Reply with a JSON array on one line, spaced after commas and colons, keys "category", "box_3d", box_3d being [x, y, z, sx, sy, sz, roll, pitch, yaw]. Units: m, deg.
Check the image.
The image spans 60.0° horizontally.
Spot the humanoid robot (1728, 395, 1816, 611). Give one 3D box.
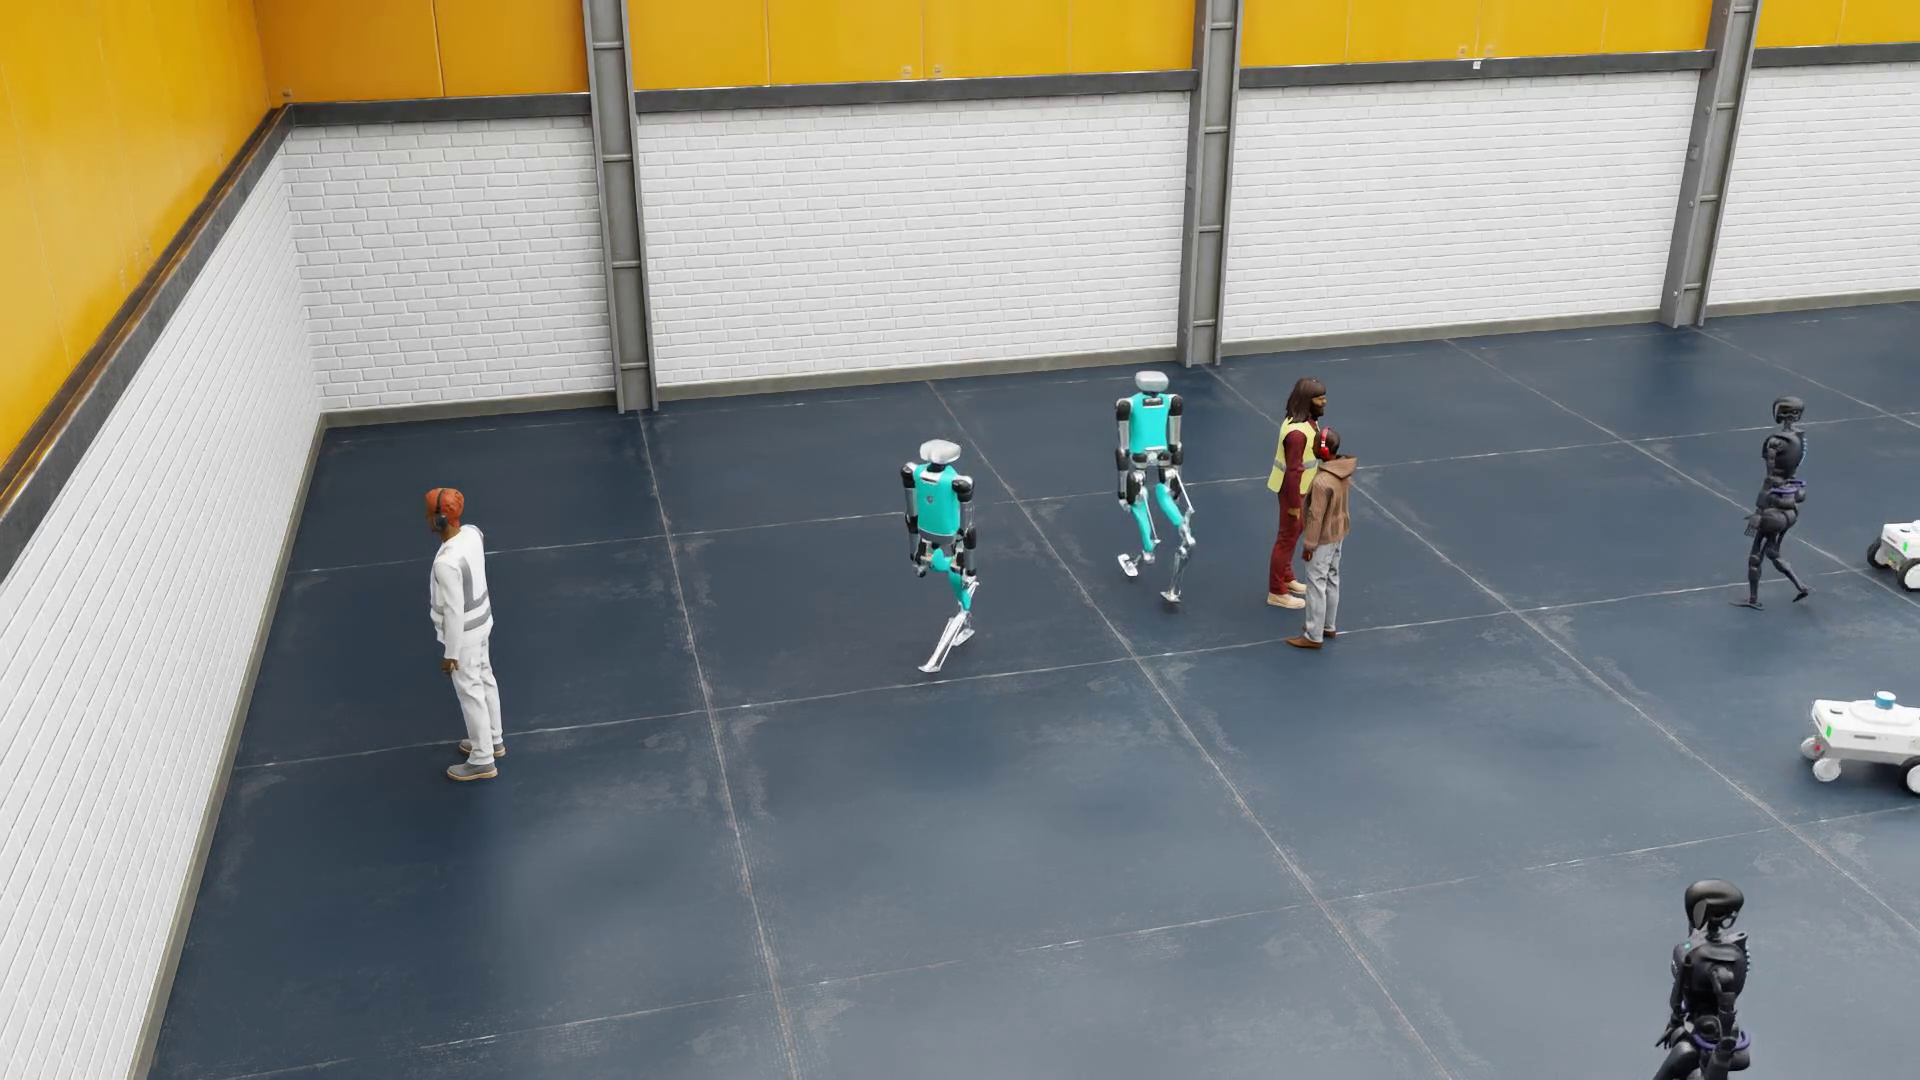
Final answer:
[{"category": "humanoid robot", "box_3d": [6.049, -0.230, 12.153, 0.522, 1.643, 0.609, 22, 32, 40]}]

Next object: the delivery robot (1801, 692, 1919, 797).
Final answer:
[{"category": "delivery robot", "box_3d": [5.658, 1.227, 10.238, 0.811, 0.611, 0.499, 4, 24, 10]}]

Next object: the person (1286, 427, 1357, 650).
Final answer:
[{"category": "person", "box_3d": [2.555, -0.005, 11.662, 0.321, 1.647, 0.468, 16, 28, 32]}]

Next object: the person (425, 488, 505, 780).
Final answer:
[{"category": "person", "box_3d": [-3.015, 0.562, 10.082, 0.350, 1.882, 0.582, 0, 24, 0]}]

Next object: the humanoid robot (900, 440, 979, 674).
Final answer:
[{"category": "humanoid robot", "box_3d": [-0.024, 0.079, 11.384, 0.538, 1.735, 1.025, 14, 27, 28]}]

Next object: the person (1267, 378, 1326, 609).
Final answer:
[{"category": "person", "box_3d": [2.469, -0.356, 12.315, 0.365, 1.764, 0.470, 9, 25, 20]}]

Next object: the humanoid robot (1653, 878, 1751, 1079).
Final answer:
[{"category": "humanoid robot", "box_3d": [3.003, 2.111, 6.856, 0.715, 1.626, 0.616, 3, 24, 7]}]

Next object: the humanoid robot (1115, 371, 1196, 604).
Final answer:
[{"category": "humanoid robot", "box_3d": [1.486, -0.315, 12.305, 0.545, 1.724, 1.056, -7, 25, -15]}]

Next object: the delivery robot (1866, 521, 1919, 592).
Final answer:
[{"category": "delivery robot", "box_3d": [7.508, 0.061, 12.849, 0.778, 0.581, 0.499, -2, 24, -3]}]
